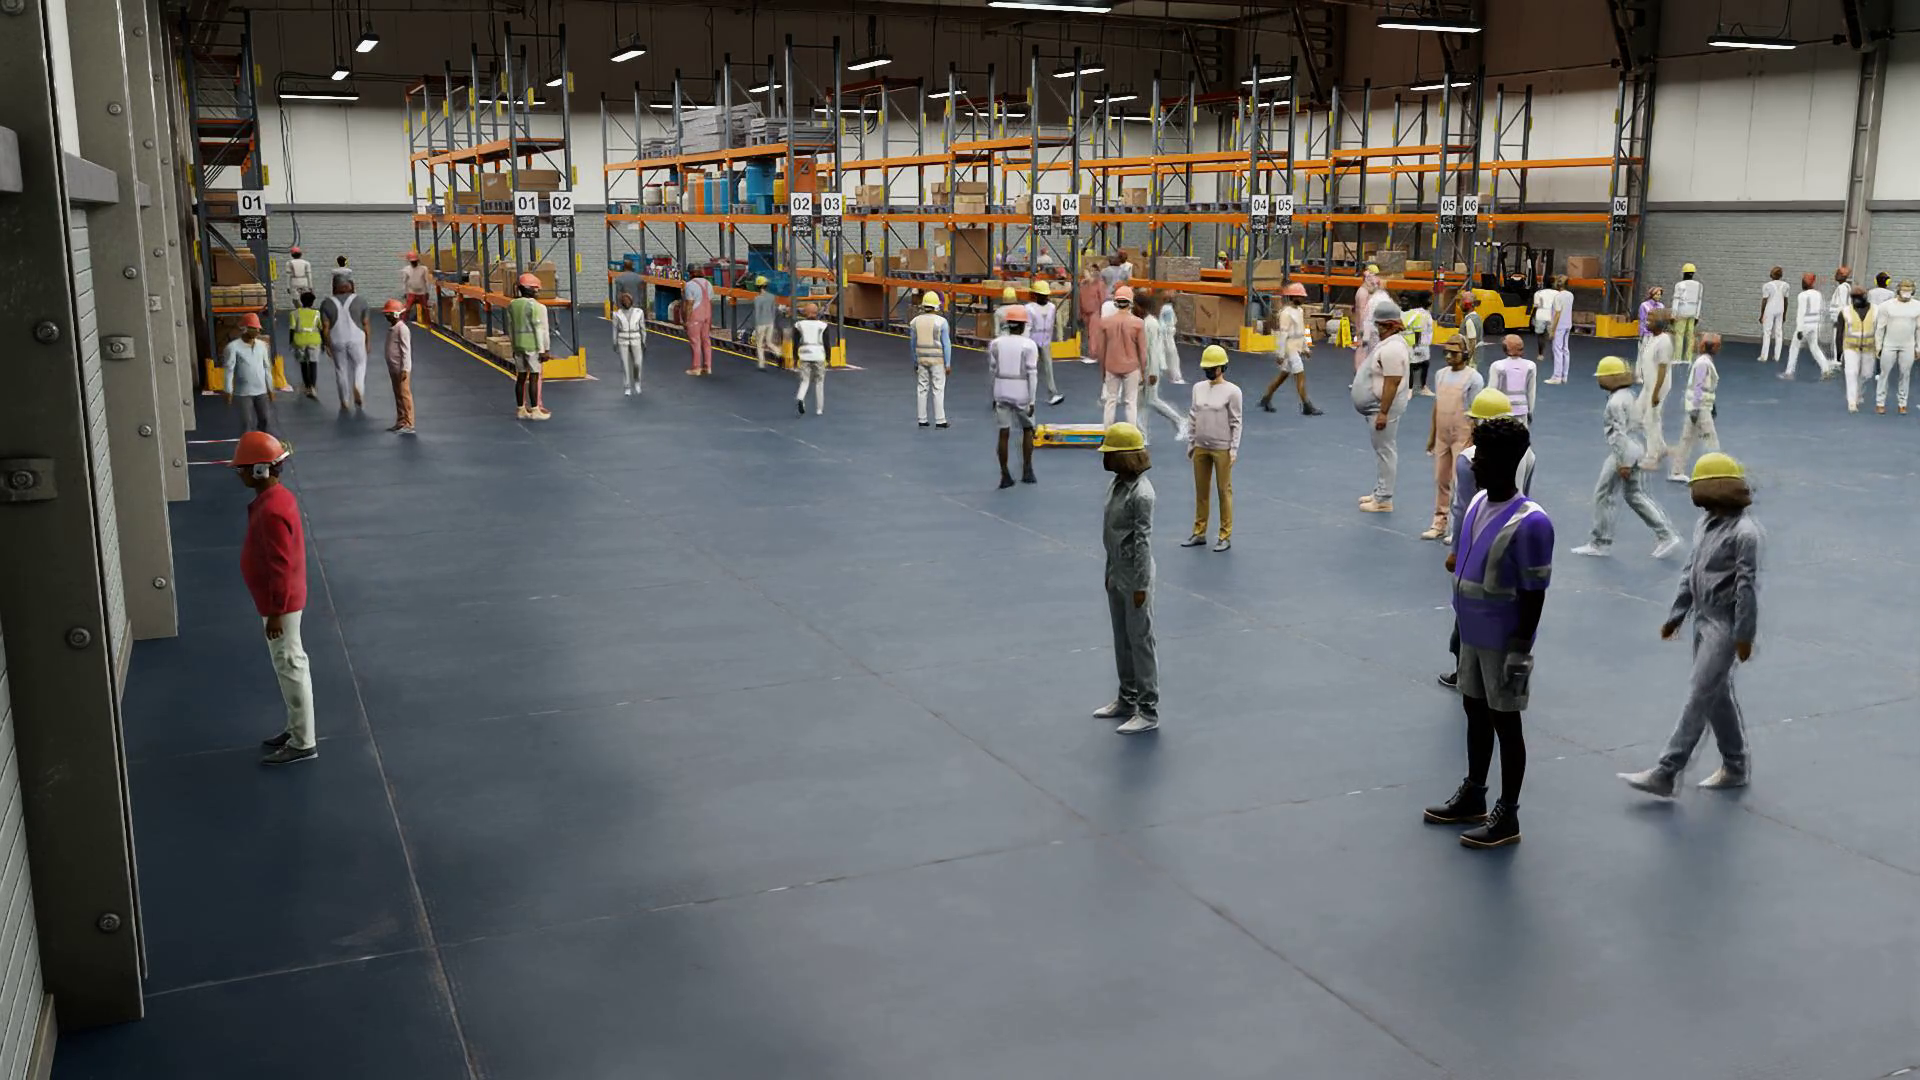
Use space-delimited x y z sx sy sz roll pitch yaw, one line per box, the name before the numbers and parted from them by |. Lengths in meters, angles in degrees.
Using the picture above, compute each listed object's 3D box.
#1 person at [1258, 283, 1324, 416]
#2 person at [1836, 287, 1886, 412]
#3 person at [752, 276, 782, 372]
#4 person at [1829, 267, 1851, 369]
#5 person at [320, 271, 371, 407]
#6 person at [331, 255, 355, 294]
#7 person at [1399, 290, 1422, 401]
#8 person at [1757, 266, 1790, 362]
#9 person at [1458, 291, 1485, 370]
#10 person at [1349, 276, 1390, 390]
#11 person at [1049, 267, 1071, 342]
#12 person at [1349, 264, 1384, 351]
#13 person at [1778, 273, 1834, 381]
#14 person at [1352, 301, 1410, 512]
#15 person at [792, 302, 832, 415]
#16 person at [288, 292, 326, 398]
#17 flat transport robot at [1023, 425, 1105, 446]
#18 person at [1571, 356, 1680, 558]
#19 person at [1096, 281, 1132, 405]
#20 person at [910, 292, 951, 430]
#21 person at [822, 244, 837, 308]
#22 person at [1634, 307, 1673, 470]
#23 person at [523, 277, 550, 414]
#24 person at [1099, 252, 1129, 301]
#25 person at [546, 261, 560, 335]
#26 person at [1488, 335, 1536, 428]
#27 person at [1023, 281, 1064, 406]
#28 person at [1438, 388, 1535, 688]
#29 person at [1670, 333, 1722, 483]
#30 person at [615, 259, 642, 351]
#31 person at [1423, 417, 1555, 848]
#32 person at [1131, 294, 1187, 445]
person | 4.737 -2.734 23.835 1.013 1.896 0.546 6 13 29
person | 13.155 -2.792 24.306 0.648 1.813 0.636 5 12 23
person | -3.510 -3.898 30.067 0.517 1.750 0.542 10 15 40
person | 16.240 -4.094 30.739 0.355 1.884 0.575 6 13 28
person | -9.064 -2.957 24.560 0.694 2.000 0.676 -3 12 -16
person | -14.716 -5.857 39.729 0.517 1.873 0.328 -2 11 -10
person | 6.842 -2.993 25.646 0.535 1.691 0.320 9 14 39
person | 15.785 -4.379 32.282 0.508 1.846 0.345 1 11 3
person | 6.751 -2.362 22.033 0.373 1.843 0.571 4 12 20
person | 6.539 -3.262 26.539 0.866 1.868 0.669 6 13 30
person | 2.169 -5.024 35.873 0.572 1.731 0.728 -3 12 -16
person | 8.605 -4.813 34.565 0.980 1.820 0.540 -5 12 -24
person | 14.661 -3.662 28.650 0.597 1.852 0.930 -5 12 -26
person | 4.070 -1.300 16.140 0.537 2.000 0.687 3 11 14
person | -2.115 -2.557 23.598 0.543 1.620 0.507 1 11 7
person | -10.246 -3.066 26.133 0.583 1.632 0.880 -4 12 -18
flat transport robot | 1.504 -1.305 20.677 1.431 0.197 0.652 0 11 0
person | 5.624 -0.683 13.885 0.785 1.700 0.502 7 13 32
person | 2.324 -2.965 25.078 0.612 1.855 0.409 -9 14 -38
person | -0.370 -2.384 22.166 0.590 1.837 0.403 6 13 28
person | -3.863 -7.852 49.453 0.605 2.034 0.391 8 14 35
person | 7.740 -1.680 18.591 0.406 1.834 0.542 1 11 5
person | -6.086 -2.747 23.661 0.625 1.981 0.417 5 12 24
person | 3.469 -5.537 37.671 0.685 2.000 0.967 -4 12 -18
person | -9.680 -5.714 39.326 0.484 1.744 0.296 5 12 22
person | 5.663 -1.290 17.129 0.552 1.634 0.316 -2 11 -9
person | 1.201 -2.940 24.925 0.600 1.857 1.038 -6 13 -29
person | 3.167 0.001 10.058 0.600 1.831 0.404 -7 13 -31
person | 7.968 -1.377 17.605 0.782 1.602 0.545 5 12 25
person | -6.923 -4.900 34.743 0.637 1.926 0.425 -7 13 -33
person | 2.428 0.418 7.591 0.366 1.967 0.603 -2 11 -12
person | 2.420 -2.109 20.646 0.733 1.883 0.655 -2 11 -12
